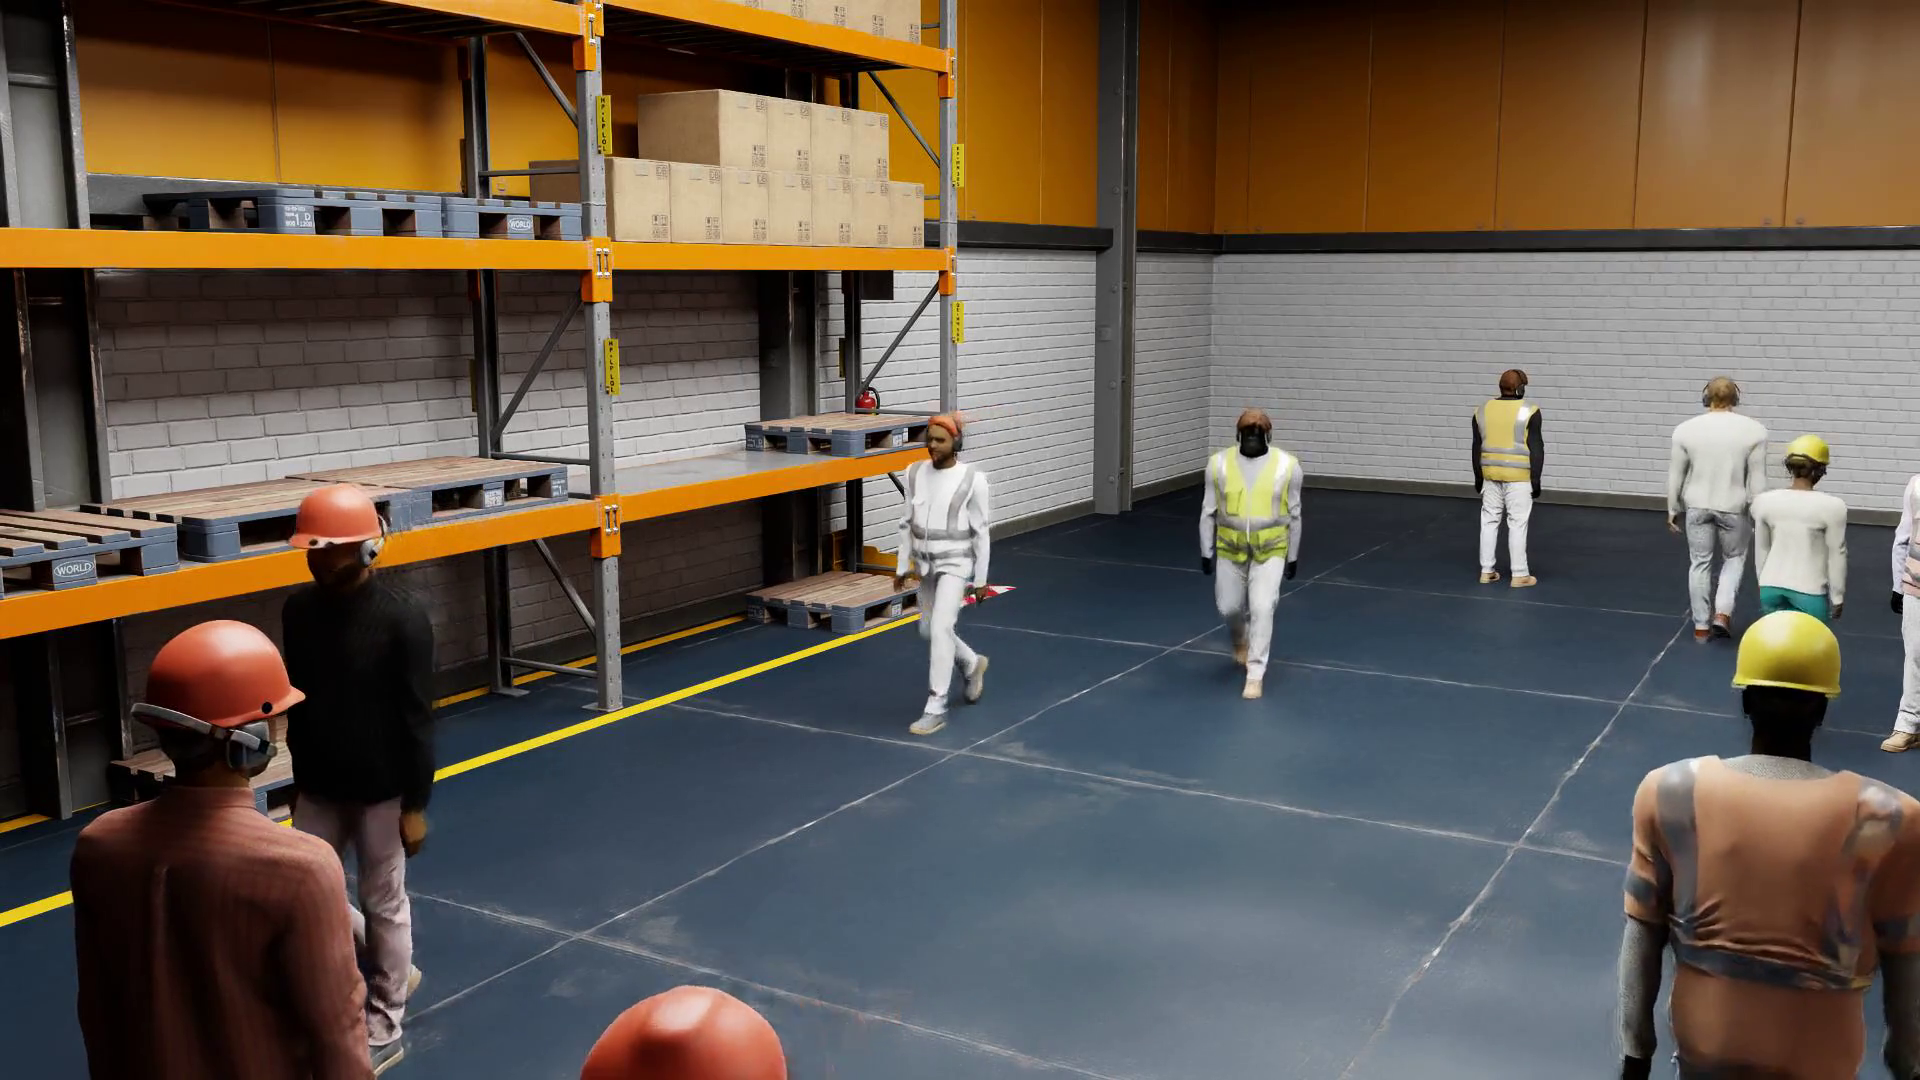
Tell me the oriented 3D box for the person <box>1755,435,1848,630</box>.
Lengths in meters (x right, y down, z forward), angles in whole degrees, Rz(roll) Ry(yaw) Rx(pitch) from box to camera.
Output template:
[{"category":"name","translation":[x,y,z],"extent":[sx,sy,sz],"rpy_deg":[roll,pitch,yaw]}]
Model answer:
[{"category":"person","translation":[4.690,0.284,9.379],"extent":[0.517,1.748,0.530],"rpy_deg":[-7,11,-37]}]

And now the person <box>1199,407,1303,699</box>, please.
[{"category":"person","translation":[1.858,0.052,10.587],"extent":[0.636,1.820,0.706],"rpy_deg":[3,10,17]}]

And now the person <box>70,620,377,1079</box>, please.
[{"category":"person","translation":[-1.401,1.140,3.250],"extent":[0.615,1.994,0.381],"rpy_deg":[3,9,15]}]

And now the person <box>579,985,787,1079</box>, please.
[{"category":"person","translation":[-0.304,1.416,1.847],"extent":[0.585,1.887,0.968],"rpy_deg":[3,9,16]}]

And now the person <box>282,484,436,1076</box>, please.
[{"category":"person","translation":[-1.972,0.796,5.428],"extent":[0.644,1.981,0.423],"rpy_deg":[4,10,24]}]

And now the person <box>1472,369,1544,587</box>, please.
[{"category":"person","translation":[4.660,-0.527,14.132],"extent":[0.430,1.845,0.622],"rpy_deg":[-8,12,-43]}]

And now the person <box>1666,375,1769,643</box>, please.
[{"category":"person","translation":[5.386,-0.212,11.878],"extent":[0.660,1.928,0.420],"rpy_deg":[5,10,27]}]

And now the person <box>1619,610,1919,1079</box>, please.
[{"category":"person","translation":[1.829,1.105,3.758],"extent":[0.612,1.906,0.626],"rpy_deg":[6,11,35]}]

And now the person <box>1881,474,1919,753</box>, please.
[{"category":"person","translation":[5.378,0.289,9.037],"extent":[0.429,1.844,0.625],"rpy_deg":[-8,12,-40]}]

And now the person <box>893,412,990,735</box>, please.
[{"category":"person","translation":[-0.061,0.163,9.794],"extent":[0.579,1.857,0.828],"rpy_deg":[7,11,37]}]
